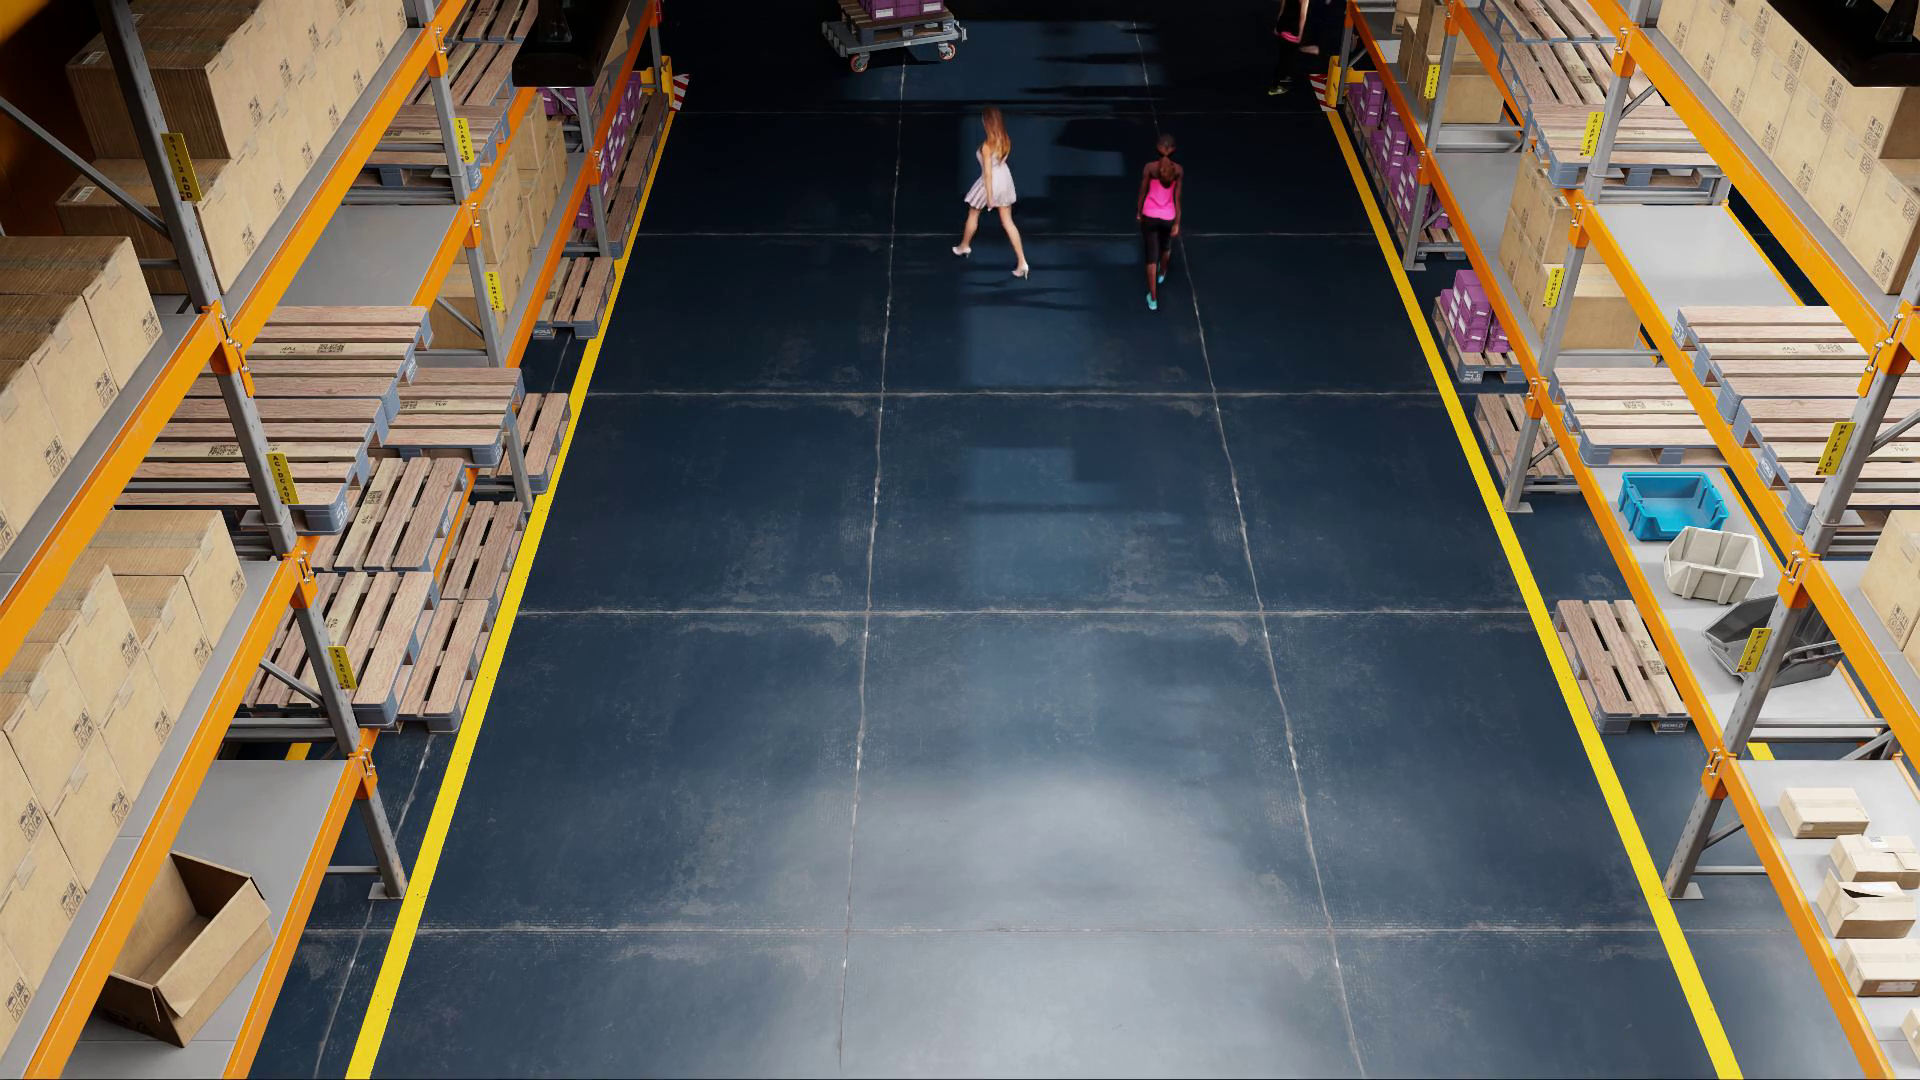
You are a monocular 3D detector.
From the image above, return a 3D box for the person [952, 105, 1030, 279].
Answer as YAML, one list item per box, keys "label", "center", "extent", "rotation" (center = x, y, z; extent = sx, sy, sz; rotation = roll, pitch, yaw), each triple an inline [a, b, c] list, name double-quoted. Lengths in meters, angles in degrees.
- label: "person"
  center: [0.413, -3.336, 16.162]
  extent: [1.114, 1.710, 1.095]
  rotation: [29, 47, 31]

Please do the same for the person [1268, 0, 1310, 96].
- label: "person"
  center: [3.861, -6.045, 19.702]
  extent: [0.789, 1.527, 0.762]
  rotation: [-19, 42, -22]

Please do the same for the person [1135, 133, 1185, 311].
- label: "person"
  center: [1.881, -2.978, 15.729]
  extent: [0.548, 1.692, 0.944]
  rotation: [-1, 39, -1]

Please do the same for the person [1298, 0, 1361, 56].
- label: "person"
  center: [4.625, -6.747, 20.431]
  extent: [0.944, 1.713, 1.001]
  rotation: [21, 43, 24]
